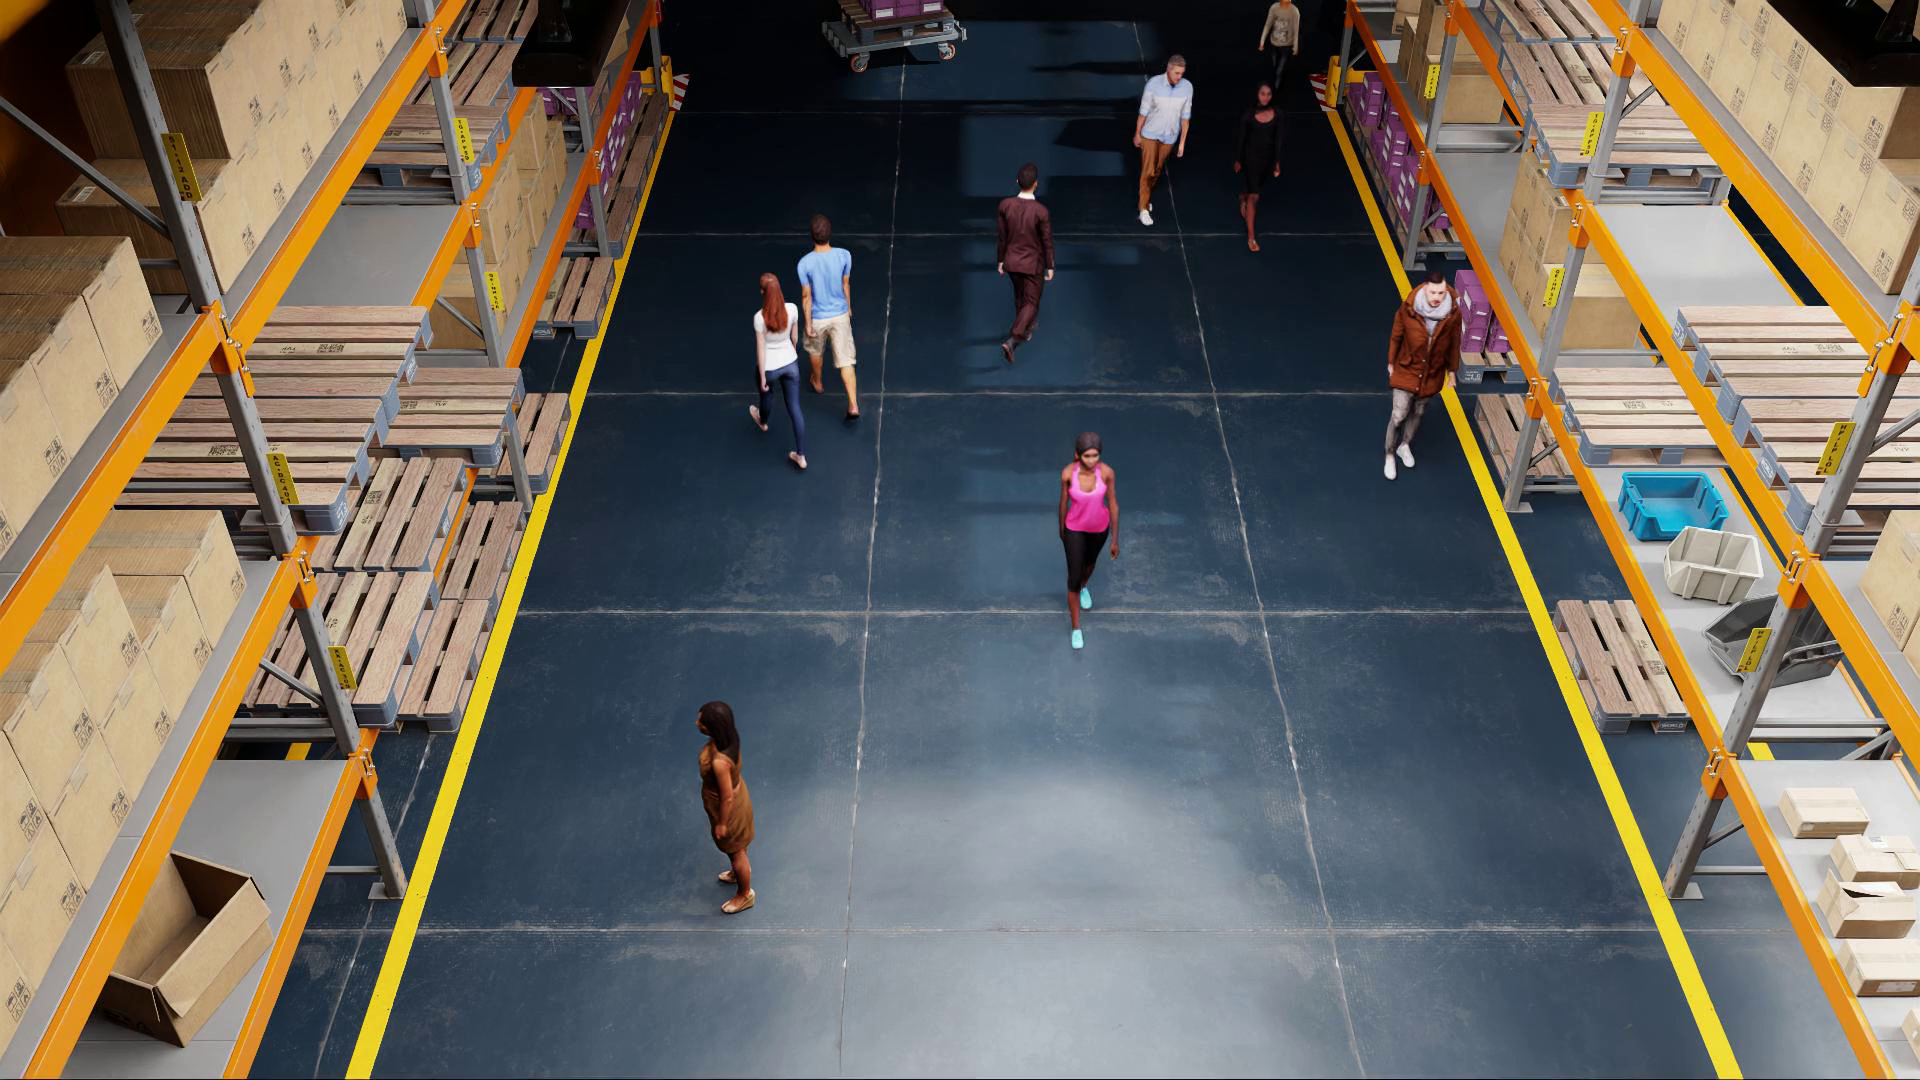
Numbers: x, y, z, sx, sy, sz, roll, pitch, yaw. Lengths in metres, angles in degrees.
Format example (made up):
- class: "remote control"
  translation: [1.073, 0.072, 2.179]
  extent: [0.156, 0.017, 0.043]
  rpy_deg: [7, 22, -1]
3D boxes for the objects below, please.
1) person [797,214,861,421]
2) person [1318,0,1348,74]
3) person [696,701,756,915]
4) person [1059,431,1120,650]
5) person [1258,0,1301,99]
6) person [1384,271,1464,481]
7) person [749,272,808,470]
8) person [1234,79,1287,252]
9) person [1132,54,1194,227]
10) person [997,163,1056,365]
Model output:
- class: "person"
  translation: [-1.089, -1.867, 14.224]
  extent: [0.871, 1.833, 1.289]
  rpy_deg: [-10, 40, -12]
- class: "person"
  translation: [4.686, -6.623, 20.181]
  extent: [0.979, 1.832, 0.931]
  rpy_deg: [-25, 45, -28]
- class: "person"
  translation: [-1.400, 1.591, 10.009]
  extent: [0.652, 1.690, 0.495]
  rpy_deg: [-6, 39, -8]
- class: "person"
  translation: [0.920, -0.128, 12.167]
  extent: [0.602, 1.683, 1.017]
  rpy_deg: [-3, 39, -4]
- class: "person"
  translation: [3.797, -5.824, 19.504]
  extent: [0.922, 1.428, 1.060]
  rpy_deg: [24, 44, 27]
- class: "person"
  translation: [3.761, -1.420, 13.673]
  extent: [0.714, 1.823, 0.777]
  rpy_deg: [-1, 39, -2]
- class: "person"
  translation: [-1.447, -1.355, 13.696]
  extent: [0.917, 1.693, 1.184]
  rpy_deg: [-18, 42, -21]
- class: "person"
  translation: [3.000, -3.869, 16.848]
  extent: [0.755, 1.688, 1.202]
  rpy_deg: [-7, 39, -8]
- class: "person"
  translation: [2.045, -4.232, 17.232]
  extent: [0.844, 1.777, 0.985]
  rpy_deg: [-6, 39, -8]
- class: "person"
  translation: [0.560, -2.463, 14.966]
  extent: [1.020, 1.840, 1.247]
  rpy_deg: [17, 42, 20]
